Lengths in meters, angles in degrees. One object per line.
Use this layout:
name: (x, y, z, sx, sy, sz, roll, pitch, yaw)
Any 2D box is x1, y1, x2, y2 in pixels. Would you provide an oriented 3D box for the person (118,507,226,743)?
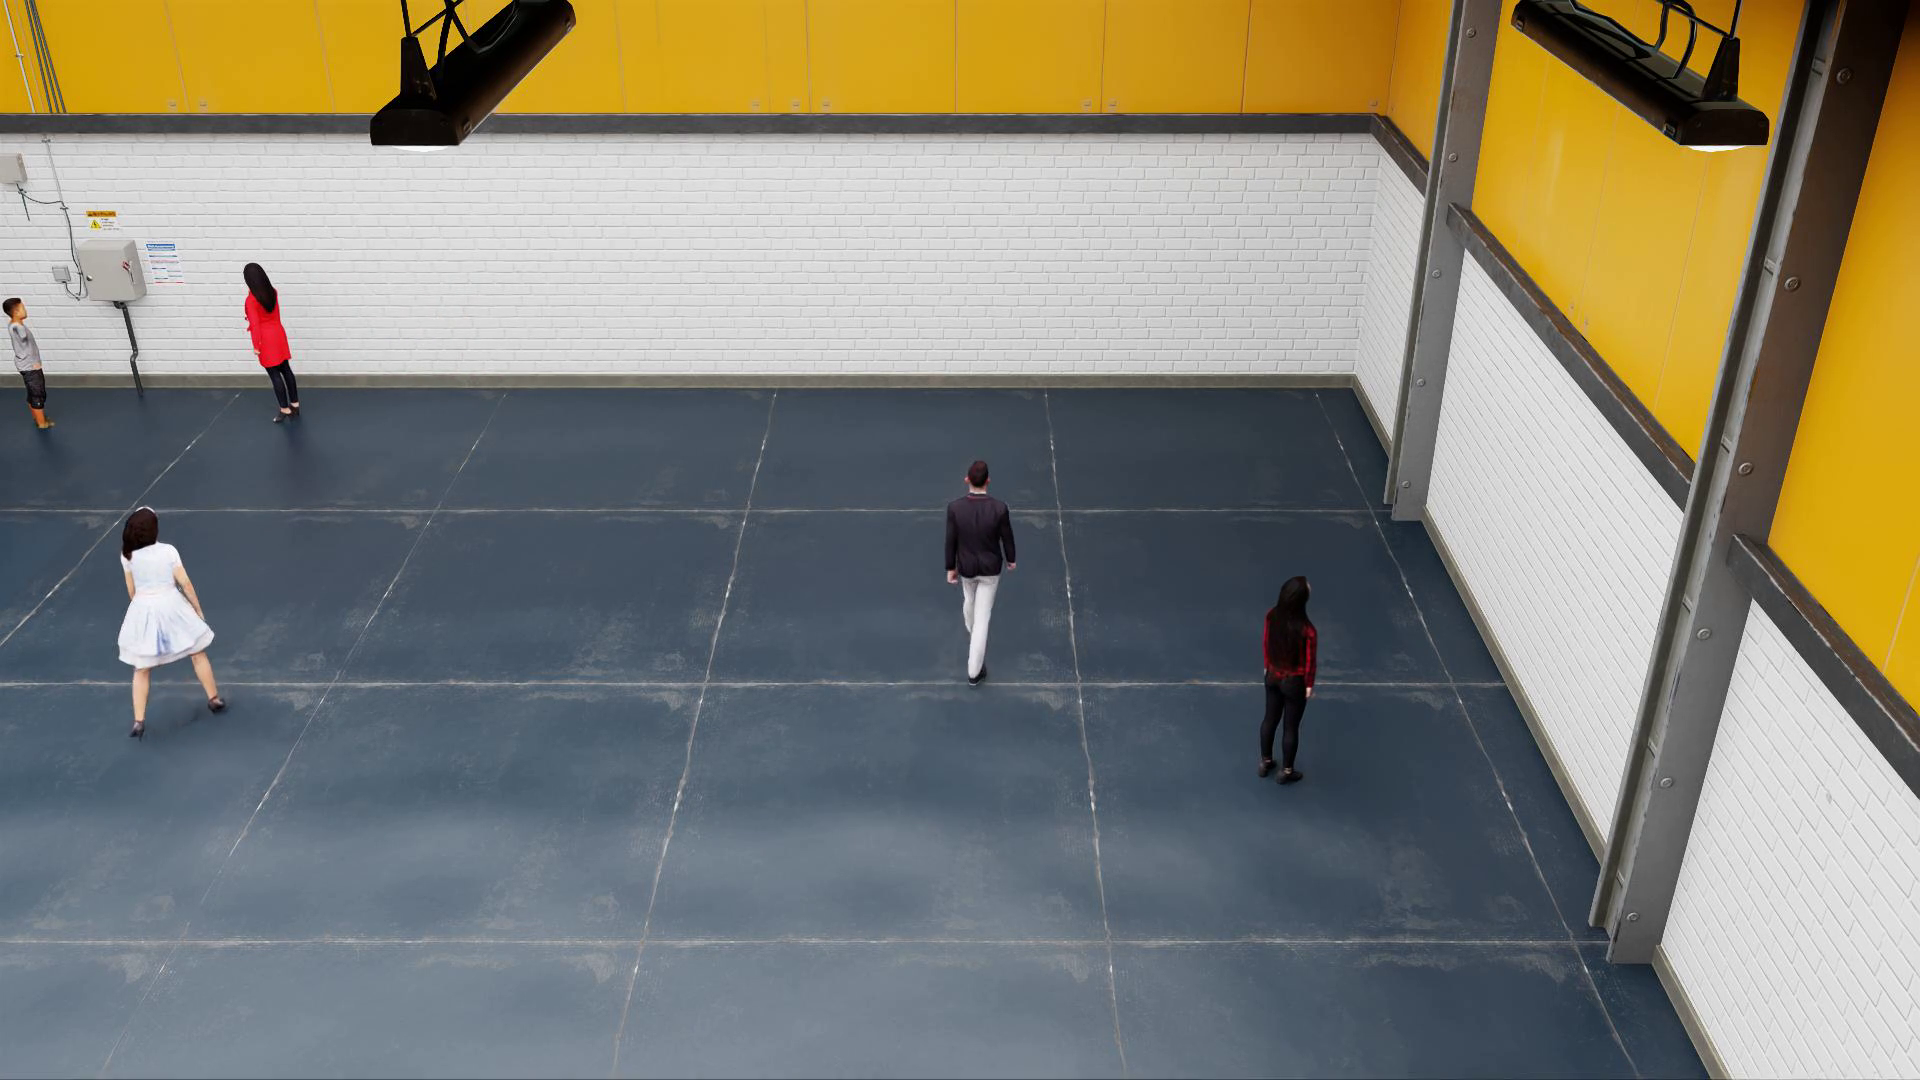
person: (-5.935, 0.602, 12.492, 1.003, 1.790, 0.967, -10, 30, -18)

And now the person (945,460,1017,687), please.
person: (0.136, 0.299, 13.043, 0.865, 1.795, 1.214, 7, 29, 12)

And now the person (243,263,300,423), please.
person: (-7.225, -2.077, 17.447, 0.746, 1.749, 0.642, 8, 30, 14)

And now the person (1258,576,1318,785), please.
person: (2.330, 1.005, 11.892, 0.716, 1.657, 0.652, -25, 37, -38)

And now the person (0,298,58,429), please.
person: (-9.783, -1.901, 17.434, 0.693, 1.452, 0.617, -22, 35, -34)
